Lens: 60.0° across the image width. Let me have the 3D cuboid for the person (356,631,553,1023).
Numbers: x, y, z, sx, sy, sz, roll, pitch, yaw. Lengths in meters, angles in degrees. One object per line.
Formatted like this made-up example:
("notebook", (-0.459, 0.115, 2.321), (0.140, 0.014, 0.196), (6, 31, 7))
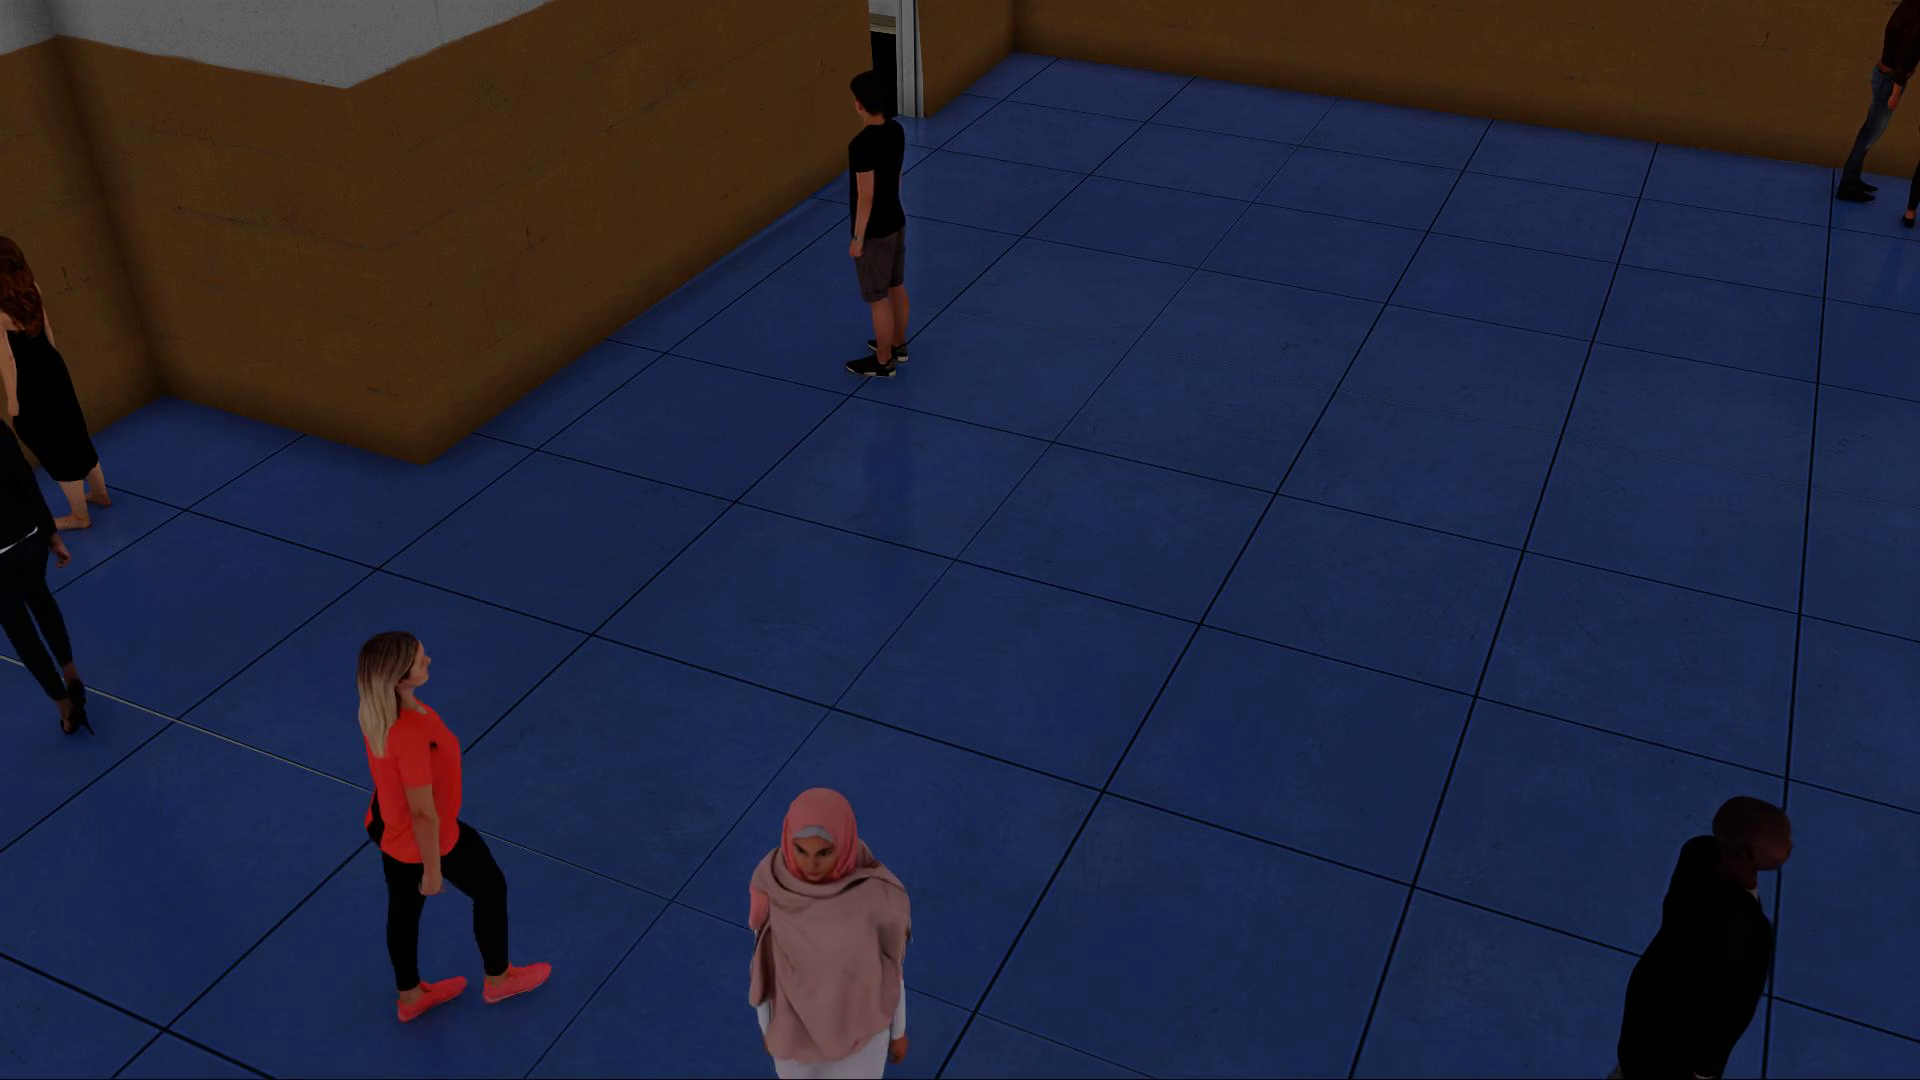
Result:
("person", (-1.944, 1.051, 5.702), (0.817, 1.675, 0.806), (-28, 42, -35))

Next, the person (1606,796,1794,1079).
("person", (2.162, 1.450, 5.024), (0.665, 1.761, 0.705), (4, 34, 6))

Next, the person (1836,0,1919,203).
("person", (6.858, -3.391, 12.286), (0.509, 1.778, 0.632), (13, 36, 19))

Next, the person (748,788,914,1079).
("person", (-0.378, 1.409, 5.066), (1.055, 1.783, 0.886), (4, 34, 6))

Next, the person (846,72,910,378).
("person", (-0.484, -1.872, 9.928), (0.537, 1.861, 0.673), (14, 36, 20))

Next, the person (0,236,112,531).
("person", (-4.719, -0.804, 8.535), (0.662, 1.625, 0.637), (4, 34, 6))

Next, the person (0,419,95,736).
("person", (-3.946, 0.119, 6.964), (0.635, 1.829, 0.686), (21, 39, 28))
